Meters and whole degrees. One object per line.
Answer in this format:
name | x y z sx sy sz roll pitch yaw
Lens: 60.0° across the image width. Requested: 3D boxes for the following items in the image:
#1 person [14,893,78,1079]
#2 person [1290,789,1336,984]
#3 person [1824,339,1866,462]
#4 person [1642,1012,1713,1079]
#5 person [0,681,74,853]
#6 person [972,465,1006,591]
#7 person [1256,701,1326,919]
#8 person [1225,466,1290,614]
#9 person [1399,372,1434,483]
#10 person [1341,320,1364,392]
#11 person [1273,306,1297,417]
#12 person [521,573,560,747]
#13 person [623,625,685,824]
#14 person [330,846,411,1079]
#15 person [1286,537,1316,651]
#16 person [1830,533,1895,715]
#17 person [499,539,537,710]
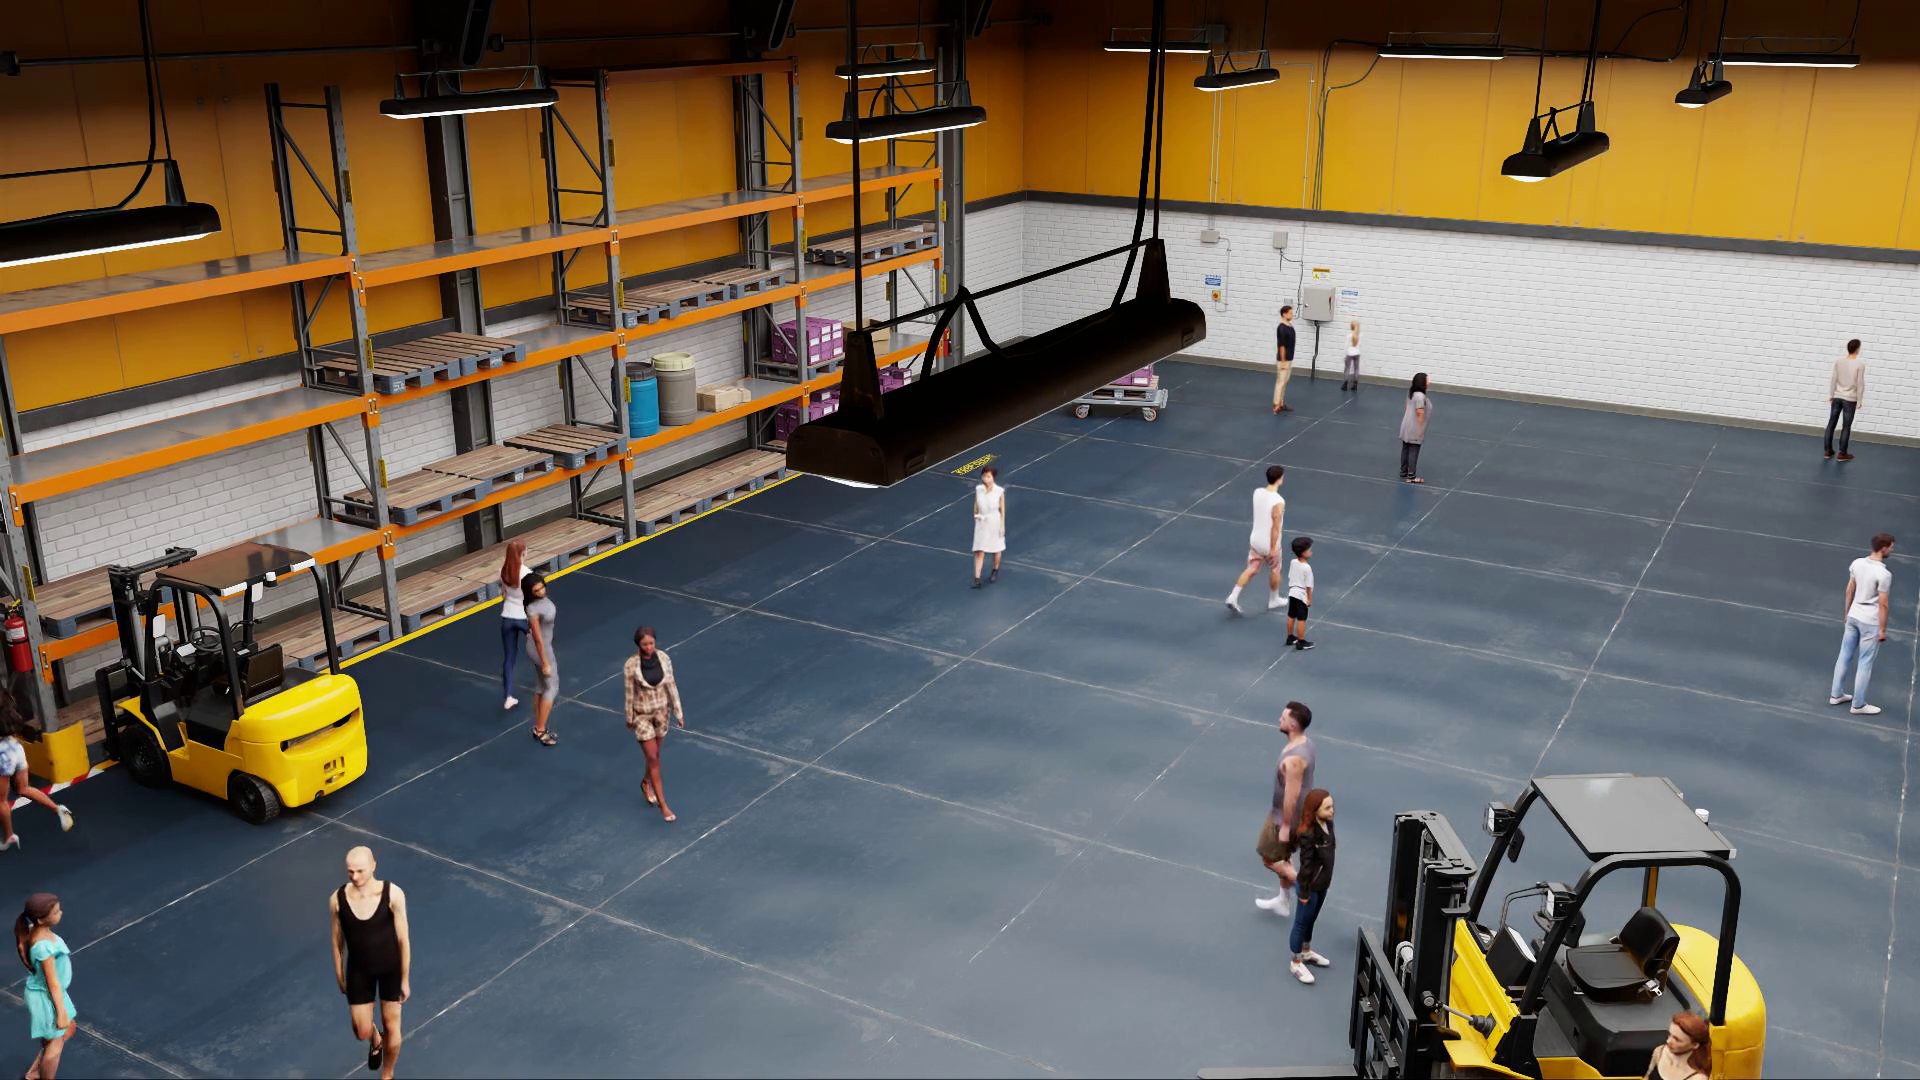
person | -5.924 2.976 10.719 0.763 1.534 0.688 -17 25 -40
person | 2.587 2.499 12.215 0.644 1.482 0.468 14 23 35
person | 13.522 -2.150 25.421 0.718 1.865 0.741 -12 22 -32
person | 4.099 3.372 9.420 0.754 1.612 0.684 -3 19 -9
person | -7.881 1.878 13.866 0.863 1.607 0.925 1 19 4
person | 0.384 -0.174 20.101 0.709 1.515 1.036 6 19 16
person | 2.600 2.106 12.709 0.768 1.835 0.751 8 20 22
person | 3.436 0.036 19.110 1.234 1.750 0.987 -12 22 -32
person | 6.657 -1.669 24.394 0.838 1.609 0.772 -2 19 -7
person | 7.049 -3.308 29.779 0.595 1.278 0.649 -2 19 -6
person | 5.467 -3.050 28.103 0.717 1.858 0.472 9 21 25
person | -3.989 1.107 15.910 0.754 1.763 0.687 -9 21 -25
person | -2.740 1.554 14.596 1.039 1.755 0.939 -13 22 -33
person | -3.807 2.774 10.898 0.842 1.803 0.903 -3 19 -9
person | 3.736 0.576 18.279 0.607 1.258 0.569 -10 21 -28
person | 9.044 0.816 16.629 0.777 1.856 0.720 -5 19 -15
person | -4.477 0.882 16.703 0.872 1.683 1.222 3 19 8
